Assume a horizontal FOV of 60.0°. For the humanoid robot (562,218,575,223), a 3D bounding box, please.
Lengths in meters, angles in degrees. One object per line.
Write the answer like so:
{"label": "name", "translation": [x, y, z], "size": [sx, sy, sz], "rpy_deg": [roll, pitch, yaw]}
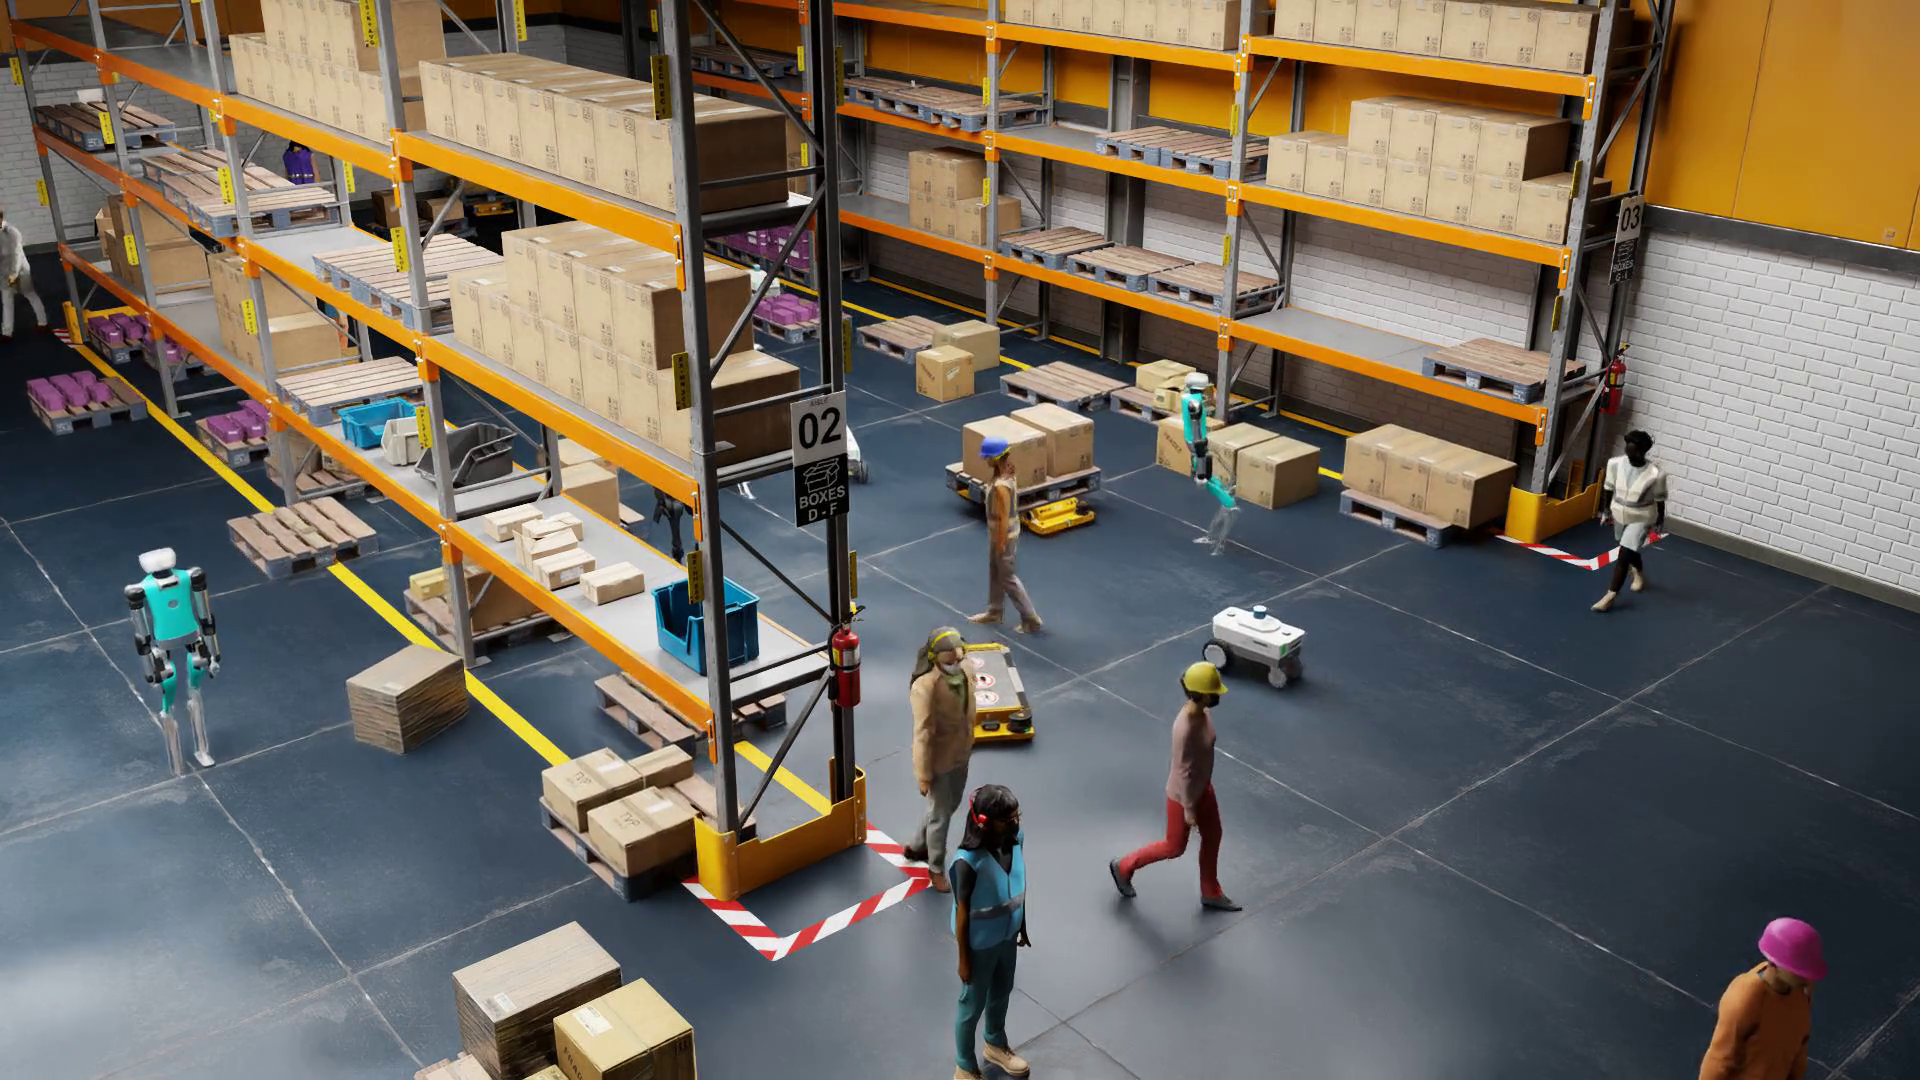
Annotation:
{"label": "humanoid robot", "translation": [-5.132, -3.382, 21.718], "size": [0.611, 1.628, 0.595], "rpy_deg": [11, 26, 24]}

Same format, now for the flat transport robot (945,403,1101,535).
{"label": "flat transport robot", "translation": [0.627, -0.419, 16.613], "size": [0.659, 0.231, 1.431], "rpy_deg": [-16, 28, -33]}

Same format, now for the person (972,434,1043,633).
{"label": "person", "translation": [0.405, -0.041, 13.883], "size": [0.571, 1.777, 0.499], "rpy_deg": [1, 23, 1]}

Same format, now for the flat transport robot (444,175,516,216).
{"label": "flat transport robot", "translation": [-8.410, -5.972, 29.473], "size": [0.659, 0.231, 1.431], "rpy_deg": [-12, 26, -25]}

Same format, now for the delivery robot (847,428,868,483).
{"label": "delivery robot", "translation": [-1.257, -0.897, 17.384], "size": [0.499, 0.614, 0.815], "rpy_deg": [-5, 24, -11]}

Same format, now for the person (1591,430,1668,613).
{"label": "person", "translation": [5.871, -0.223, 14.429], "size": [0.873, 1.635, 0.531], "rpy_deg": [-17, 29, -35]}

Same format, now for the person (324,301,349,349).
{"label": "person", "translation": [-7.522, -2.759, 20.142], "size": [0.306, 1.764, 0.505], "rpy_deg": [-11, 26, -23]}

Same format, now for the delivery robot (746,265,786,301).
{"label": "delivery robot", "translation": [-2.861, -3.609, 23.621], "size": [0.499, 0.578, 0.764], "rpy_deg": [-18, 29, -36]}

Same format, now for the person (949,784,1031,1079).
{"label": "person", "translation": [0.150, 2.101, 8.780], "size": [0.390, 1.860, 0.508], "rpy_deg": [22, 31, 40]}

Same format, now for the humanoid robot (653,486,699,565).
{"label": "humanoid robot", "translation": [-2.465, -0.404, 14.794], "size": [0.589, 1.644, 0.396], "rpy_deg": [-12, 26, -26]}

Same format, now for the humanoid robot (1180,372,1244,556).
{"label": "humanoid robot", "translation": [2.394, -0.692, 15.391], "size": [0.797, 1.762, 0.535], "rpy_deg": [0, 23, 1]}

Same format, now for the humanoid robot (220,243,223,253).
{"label": "humanoid robot", "translation": [-11.288, -4.989, 25.473], "size": [0.539, 1.900, 0.767], "rpy_deg": [-20, 30, -38]}

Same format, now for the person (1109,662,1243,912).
{"label": "person", "translation": [1.371, 1.520, 10.267], "size": [0.765, 1.735, 0.525], "rpy_deg": [11, 26, 24]}

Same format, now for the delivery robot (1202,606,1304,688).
{"label": "delivery robot", "translation": [2.378, 0.821, 13.403], "size": [0.816, 0.612, 0.499], "rpy_deg": [19, 30, 37]}

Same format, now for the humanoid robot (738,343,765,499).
{"label": "humanoid robot", "translation": [-2.302, -1.320, 16.890], "size": [0.574, 1.787, 0.883], "rpy_deg": [-15, 28, -31]}

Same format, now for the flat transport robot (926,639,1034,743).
{"label": "flat transport robot", "translation": [0.132, 1.154, 12.970], "size": [0.659, 0.231, 1.431], "rpy_deg": [-3, 24, -7]}

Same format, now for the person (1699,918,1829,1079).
{"label": "person", "translation": [3.615, 2.497, 7.766], "size": [0.520, 1.936, 0.968], "rpy_deg": [-15, 28, -31]}

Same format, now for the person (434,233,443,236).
{"label": "person", "translation": [-6.452, -3.043, 20.925], "size": [0.450, 1.656, 0.286], "rpy_deg": [17, 28, 34]}

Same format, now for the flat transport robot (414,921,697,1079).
{"label": "flat transport robot", "translation": [-2.079, 3.096, 8.474], "size": [1.431, 0.231, 0.659], "rpy_deg": [-18, 29, -36]}

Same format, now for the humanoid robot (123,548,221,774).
{"label": "humanoid robot", "translation": [-5.606, 0.848, 11.860], "size": [0.536, 1.822, 0.683], "rpy_deg": [-19, 30, -37]}

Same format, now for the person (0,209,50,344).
{"label": "person", "translation": [-12.484, -3.499, 21.849], "size": [0.493, 1.776, 0.977], "rpy_deg": [4, 24, 9]}

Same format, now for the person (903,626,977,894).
{"label": "person", "translation": [-0.147, 1.333, 10.571], "size": [0.520, 1.846, 0.591], "rpy_deg": [17, 29, 35]}

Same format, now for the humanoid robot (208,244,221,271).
{"label": "humanoid robot", "translation": [-10.261, -4.074, 23.332], "size": [1.066, 1.773, 0.531], "rpy_deg": [-8, 25, -18]}

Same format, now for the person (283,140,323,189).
{"label": "person", "translation": [-10.419, -5.579, 26.465], "size": [0.544, 1.930, 0.400], "rpy_deg": [-1, 23, -2]}
